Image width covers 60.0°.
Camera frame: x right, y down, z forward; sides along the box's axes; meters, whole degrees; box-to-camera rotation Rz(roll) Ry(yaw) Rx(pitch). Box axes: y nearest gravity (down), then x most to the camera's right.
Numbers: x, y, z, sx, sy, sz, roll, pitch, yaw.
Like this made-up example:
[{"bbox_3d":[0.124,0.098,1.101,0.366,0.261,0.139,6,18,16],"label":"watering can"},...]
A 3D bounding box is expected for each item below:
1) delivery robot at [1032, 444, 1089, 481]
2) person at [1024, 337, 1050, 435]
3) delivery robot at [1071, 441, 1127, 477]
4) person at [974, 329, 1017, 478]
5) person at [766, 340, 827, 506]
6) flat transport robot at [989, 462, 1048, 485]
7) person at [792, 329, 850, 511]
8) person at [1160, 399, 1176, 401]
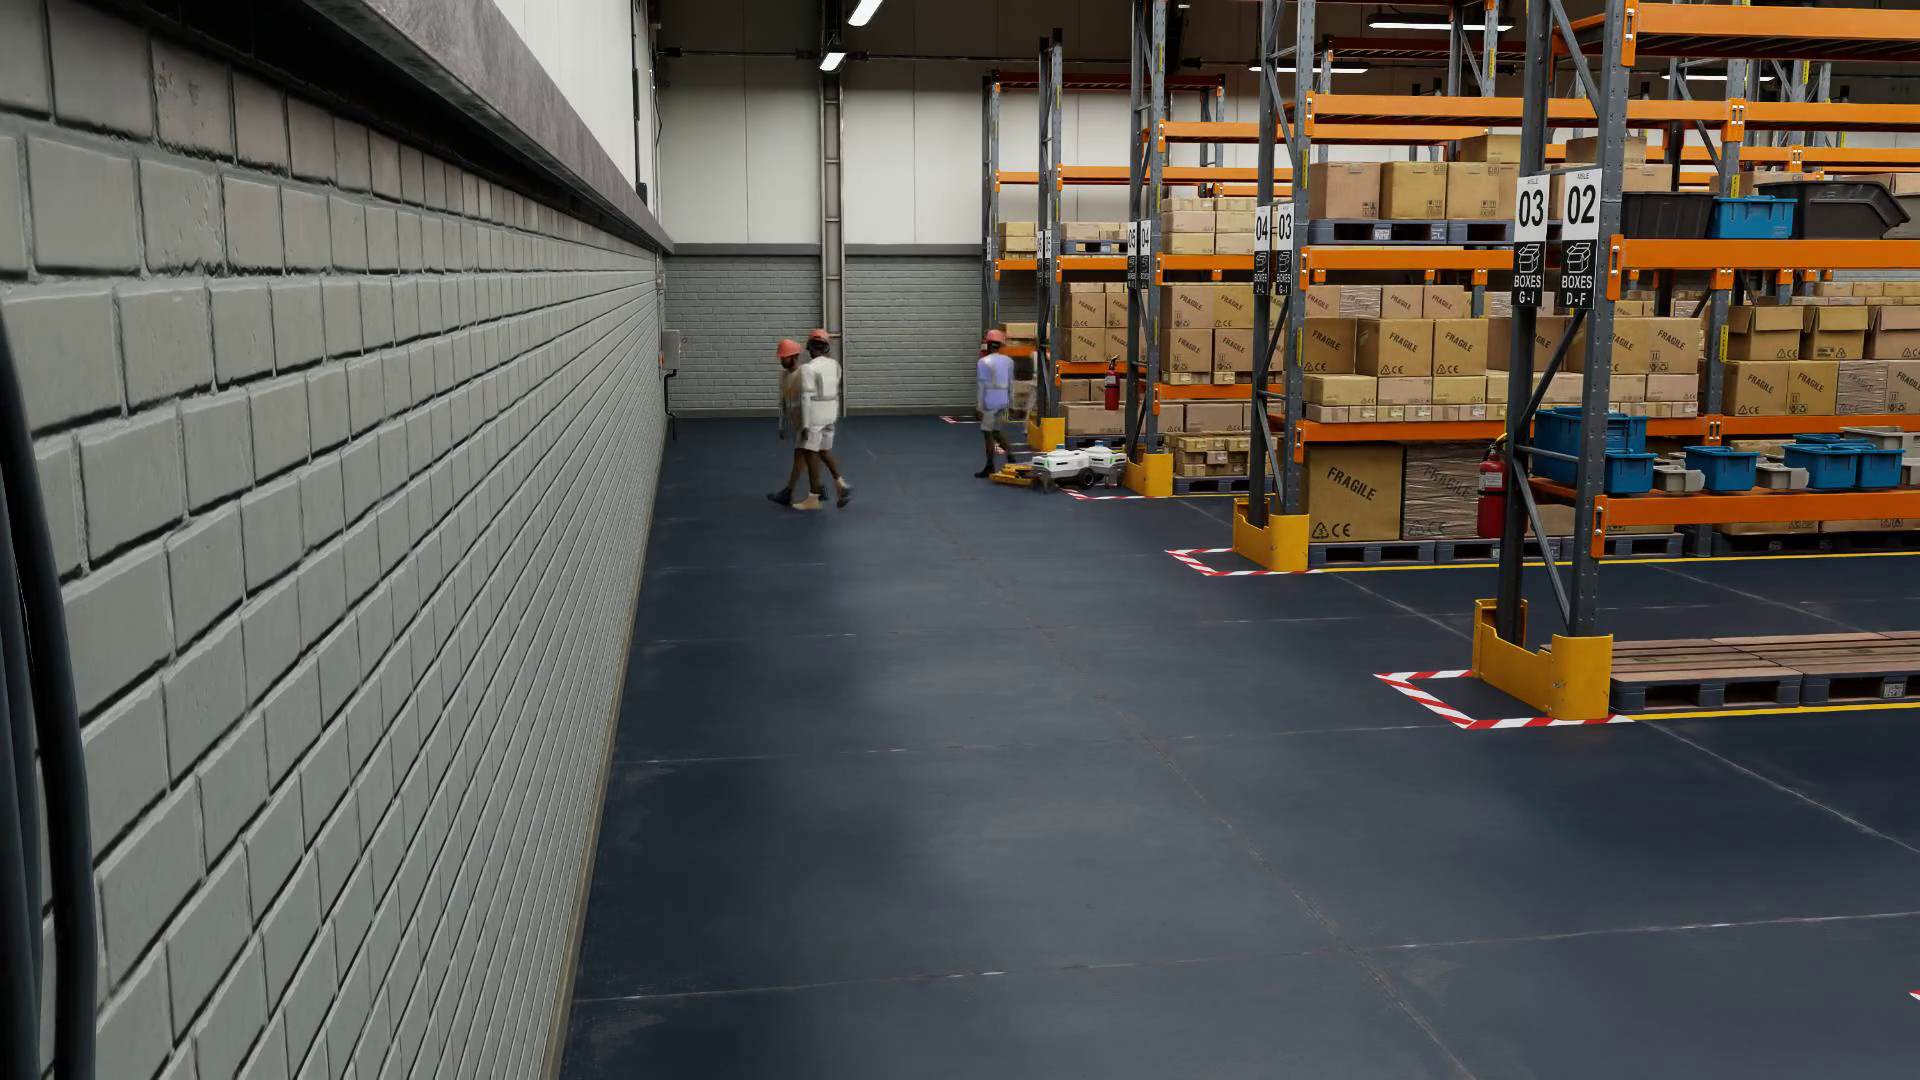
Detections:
[{"bbox_3d":[1.211,-0.916,20.080,0.707,0.478,0.477,-7,12,-38],"label":"delivery robot"},{"bbox_3d":[1.365,-2.500,26.946,0.514,1.593,0.865,9,13,42],"label":"person"},{"bbox_3d":[1.708,-0.982,20.486,0.477,0.478,0.707,-9,13,-44],"label":"delivery robot"},{"bbox_3d":[0.456,-1.726,21.220,0.435,1.910,0.540,8,12,40],"label":"person"},{"bbox_3d":[-1.842,-1.324,18.826,0.935,1.876,0.565,-9,13,-44],"label":"person"},{"bbox_3d":[1.119,-0.871,20.964,1.431,0.197,0.652,-7,12,-38],"label":"flat transport robot"},{"bbox_3d":[-1.512,-1.322,18.380,0.546,2.010,0.703,6,11,34],"label":"person"},{"bbox_3d":[3.220,-2.500,26.256,0.966,1.827,0.532,-3,10,-16],"label":"person"}]
